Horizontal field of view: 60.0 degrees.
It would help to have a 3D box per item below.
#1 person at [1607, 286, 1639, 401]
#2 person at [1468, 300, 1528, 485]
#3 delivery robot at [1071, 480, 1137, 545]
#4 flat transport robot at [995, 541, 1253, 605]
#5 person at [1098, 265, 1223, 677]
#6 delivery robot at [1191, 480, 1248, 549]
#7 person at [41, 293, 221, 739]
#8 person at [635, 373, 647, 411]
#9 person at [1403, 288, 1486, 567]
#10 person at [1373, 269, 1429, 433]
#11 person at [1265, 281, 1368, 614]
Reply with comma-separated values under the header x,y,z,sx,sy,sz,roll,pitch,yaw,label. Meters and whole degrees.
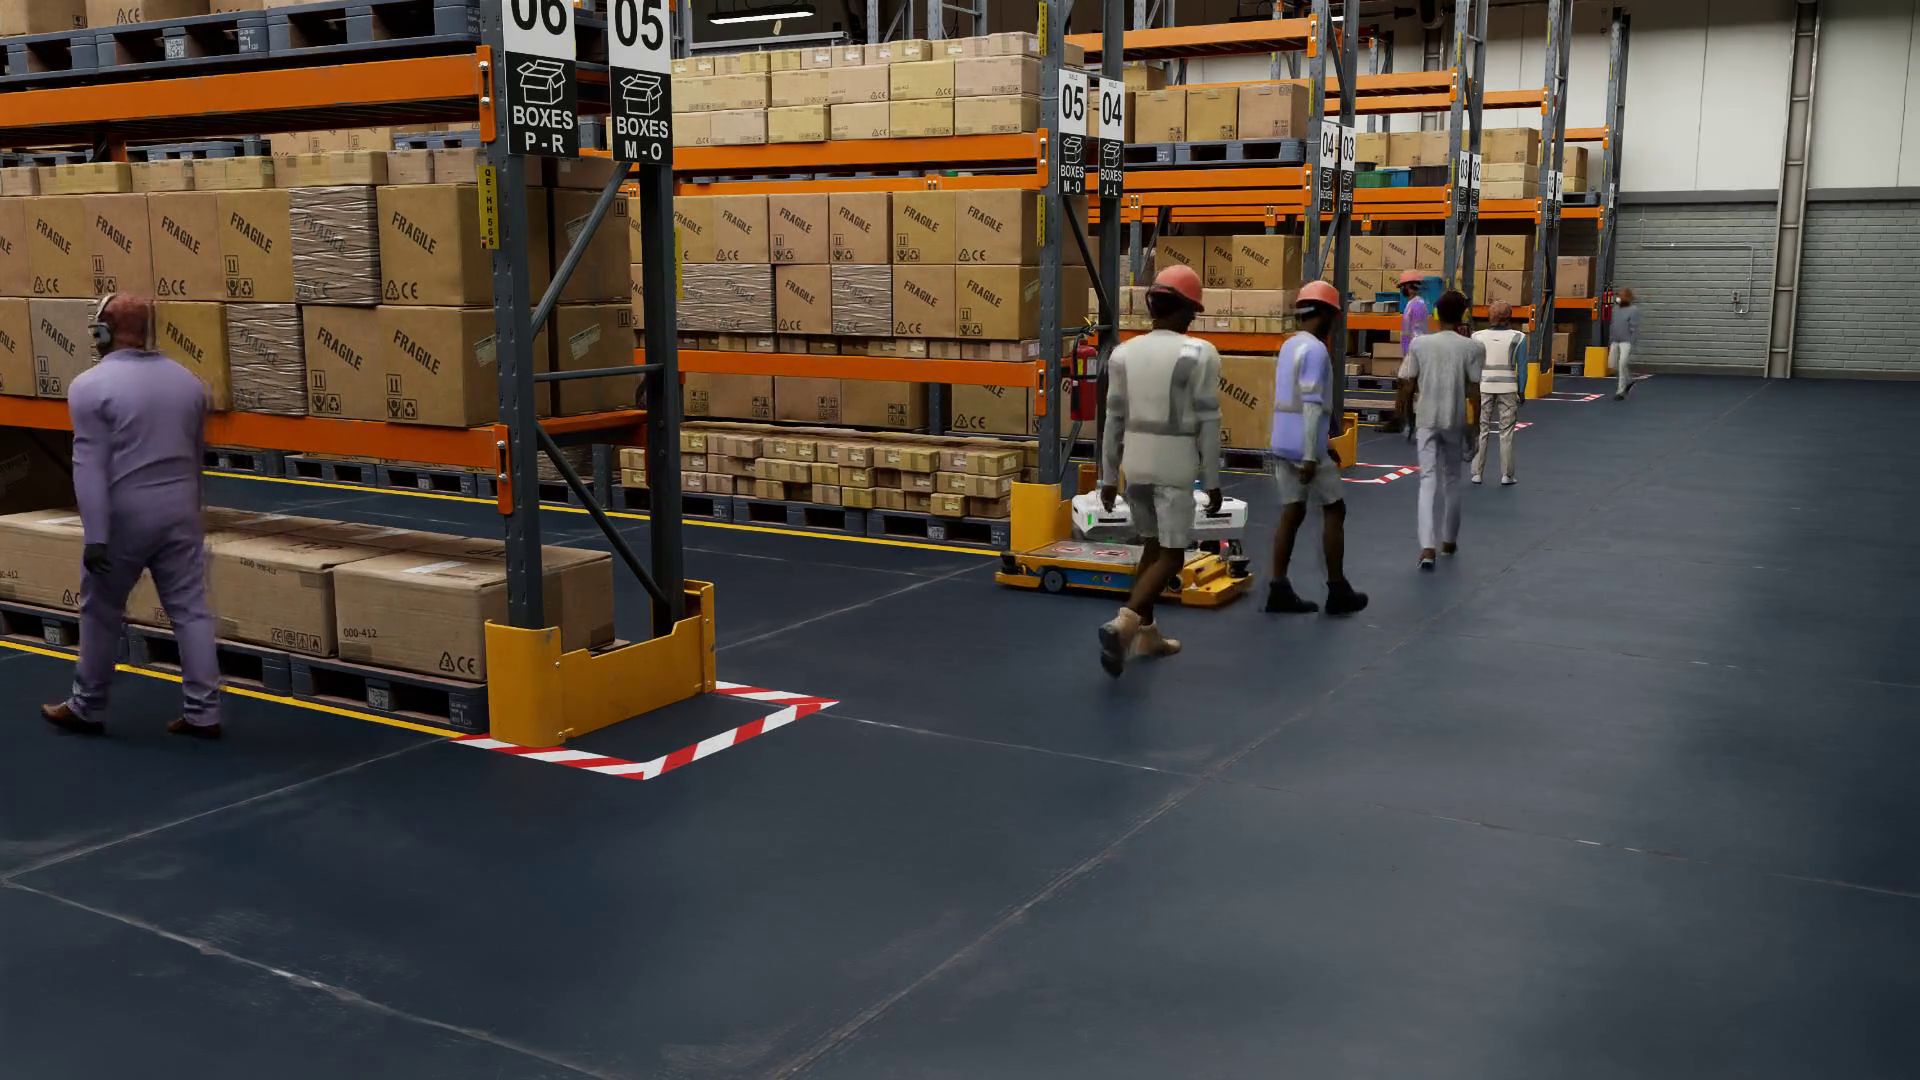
x,y,z,sx,sy,sz,roll,pitch,yaw,label
9.353,-2.764,23.378,0.444,1.617,0.508,-4,10,-21,person
4.767,-1.304,14.778,0.514,1.645,0.309,4,11,23,person
0.944,-0.154,10.953,0.477,0.478,0.707,-1,10,-4,delivery robot
0.994,0.179,10.108,1.431,0.197,0.652,5,11,28,flat transport robot
0.909,-0.322,8.036,0.611,1.994,0.821,9,13,42,person
1.522,-0.151,10.940,0.707,0.478,0.477,-3,10,-16,delivery robot
-3.522,-0.088,6.995,0.896,1.870,0.670,5,11,26,person
-3.079,-1.654,16.180,0.957,1.868,0.640,7,12,36,person
3.188,-0.744,11.007,0.508,1.829,0.960,3,10,16,person
5.282,-2.153,19.049,0.913,1.895,0.581,2,10,9,person
2.054,-0.520,9.487,0.707,1.886,0.587,-2,10,-13,person
